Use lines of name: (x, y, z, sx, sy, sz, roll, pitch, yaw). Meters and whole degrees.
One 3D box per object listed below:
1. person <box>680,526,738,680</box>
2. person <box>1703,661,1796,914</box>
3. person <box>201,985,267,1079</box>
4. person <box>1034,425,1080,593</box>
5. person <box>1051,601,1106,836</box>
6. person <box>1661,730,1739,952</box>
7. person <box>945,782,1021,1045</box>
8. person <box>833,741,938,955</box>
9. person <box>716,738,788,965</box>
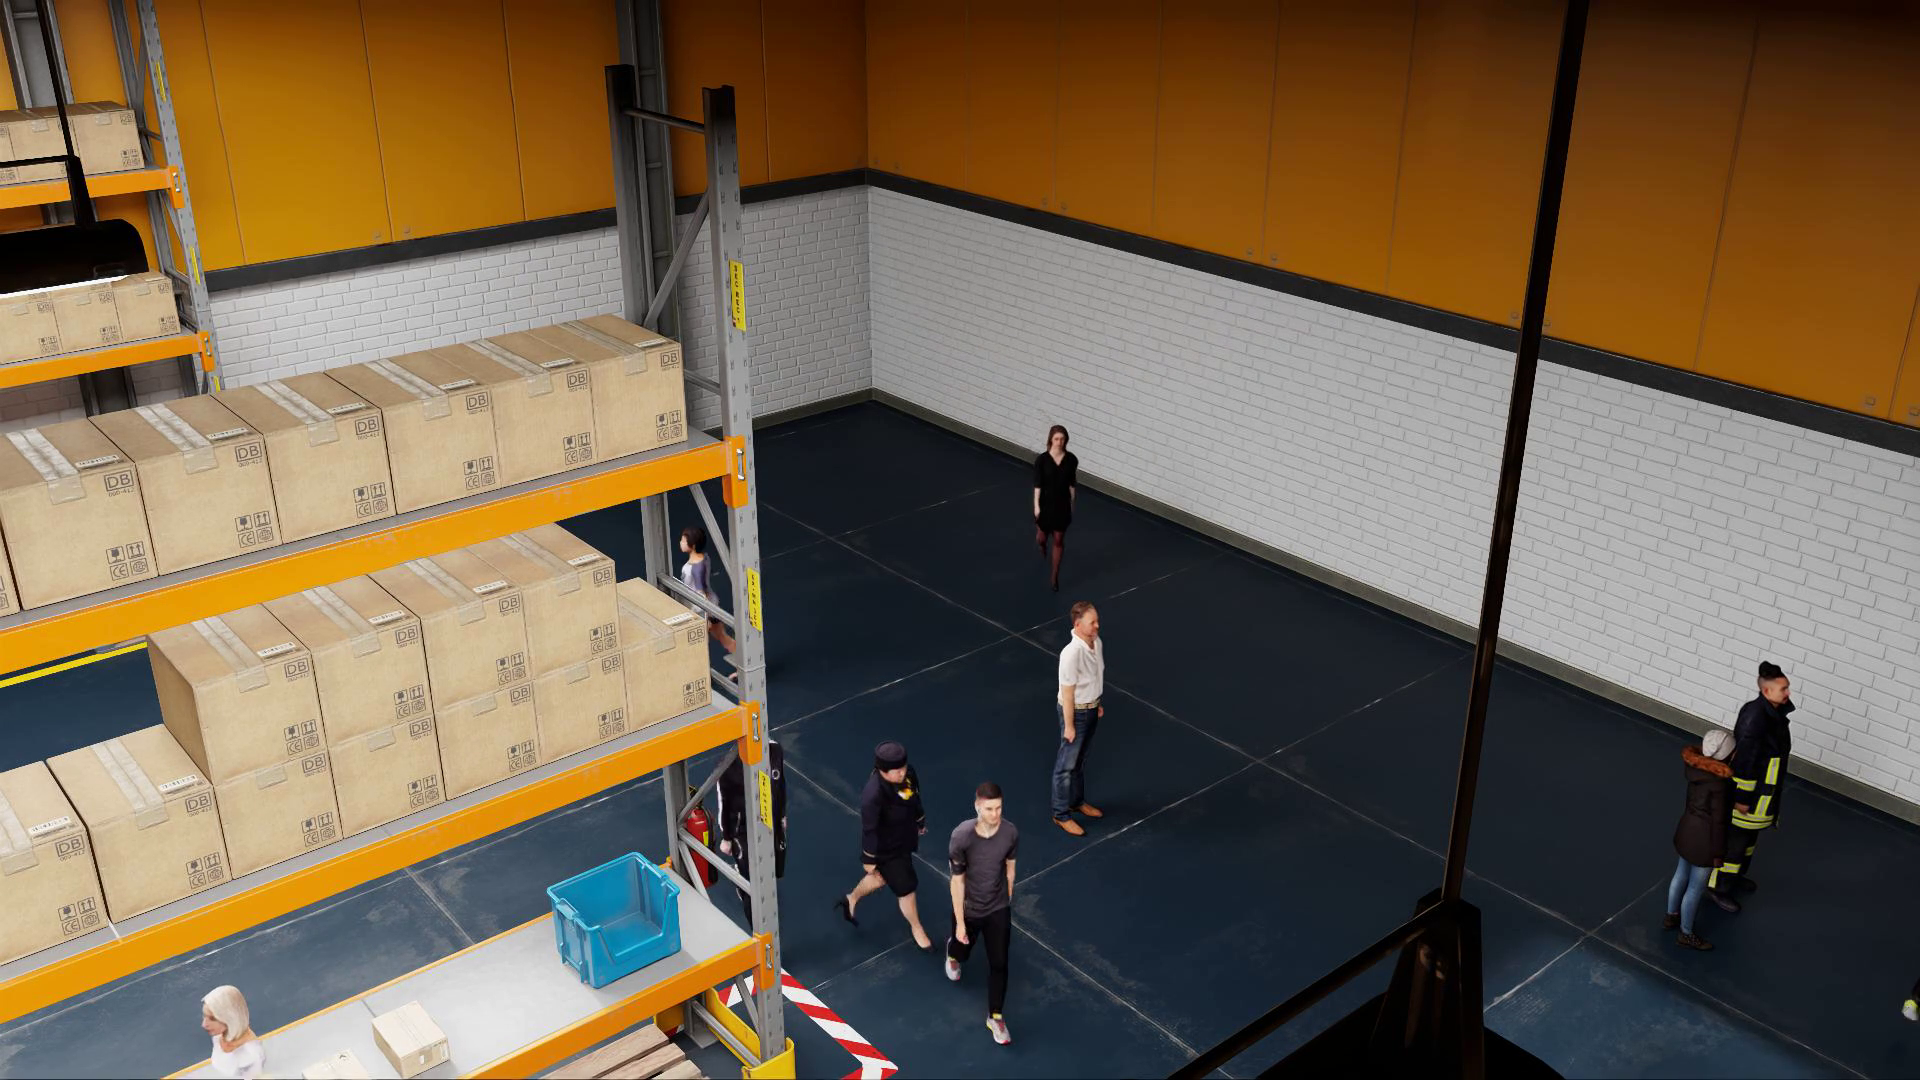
person: (-2.186, 0.594, 14.576, 1.101, 1.521, 0.967, -1, 24, -2)
person: (5.542, 1.681, 11.666, 0.820, 1.860, 0.640, 22, 32, 40)
person: (-3.646, 3.026, 8.755, 0.704, 1.726, 0.936, 18, 29, 35)
person: (0.915, -0.356, 16.535, 0.899, 1.693, 0.914, -2, 24, -5)
person: (0.880, 1.295, 12.553, 0.787, 1.856, 0.613, 15, 28, 30)
person: (5.004, 1.999, 11.221, 0.795, 1.634, 0.750, -1, 24, -2)
person: (0.099, 2.268, 10.475, 1.088, 1.739, 0.961, -7, 25, -16)
person: (-0.530, 2.035, 11.142, 1.023, 1.630, 1.074, 10, 26, 22)
person: (-1.423, 1.928, 11.159, 0.987, 1.813, 0.731, -18, 29, -35)
